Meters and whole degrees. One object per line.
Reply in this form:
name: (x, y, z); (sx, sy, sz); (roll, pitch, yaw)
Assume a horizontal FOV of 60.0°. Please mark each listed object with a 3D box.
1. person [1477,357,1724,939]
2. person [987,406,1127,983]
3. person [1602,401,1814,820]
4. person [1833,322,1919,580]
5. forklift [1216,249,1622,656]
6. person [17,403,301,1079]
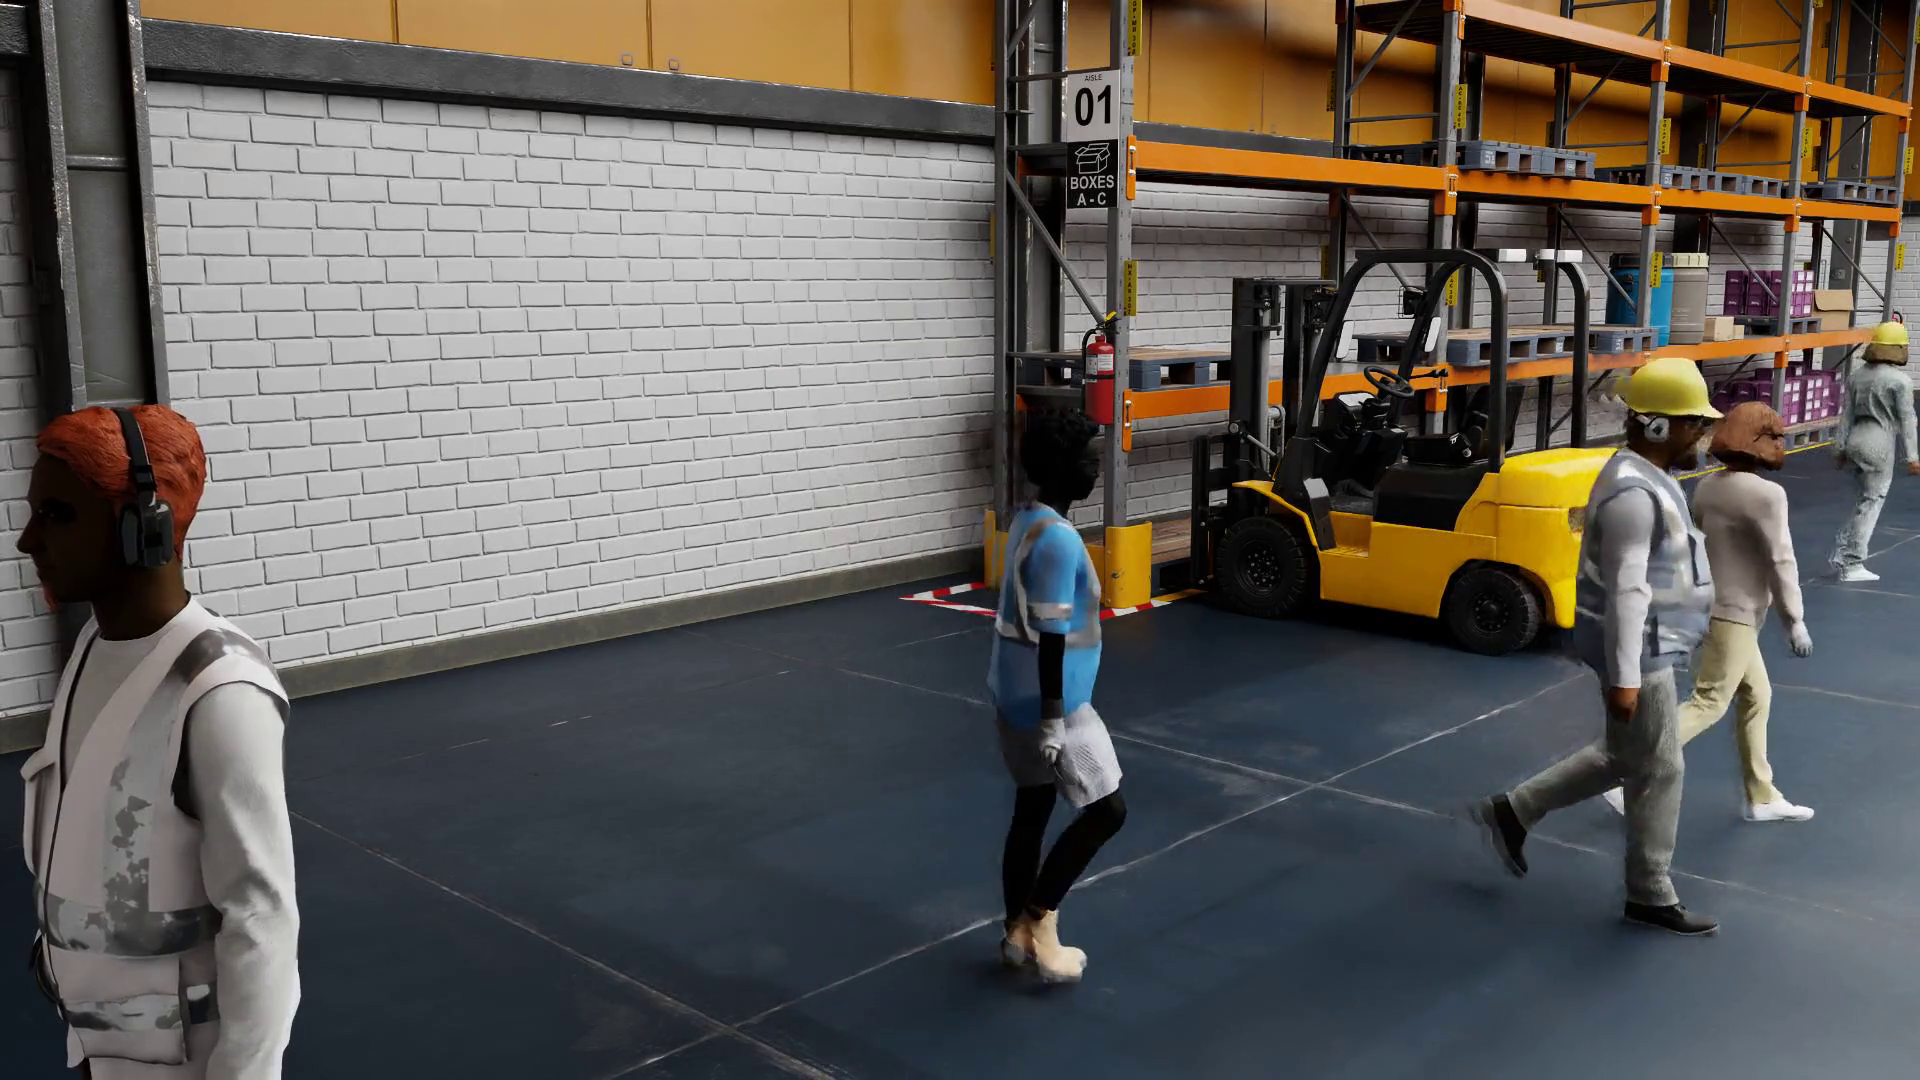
person: (2.056, 0.325, 5.258); (0.685, 1.811, 0.592); (4, 10, 24)
person: (0.273, 0.456, 4.776); (0.379, 1.681, 0.558); (-1, 9, -7)
person: (2.781, 0.283, 6.128); (0.827, 1.596, 0.501); (0, 9, -1)
person: (6.057, -0.576, 11.025); (0.415, 1.727, 0.494); (-2, 9, -12)
forklift: (2.710, -0.584, 9.626); (2.313, 2.155, 1.214); (9, 13, 43)
person: (-1.163, 0.742, 2.448); (0.573, 1.883, 0.356); (9, 13, 43)
